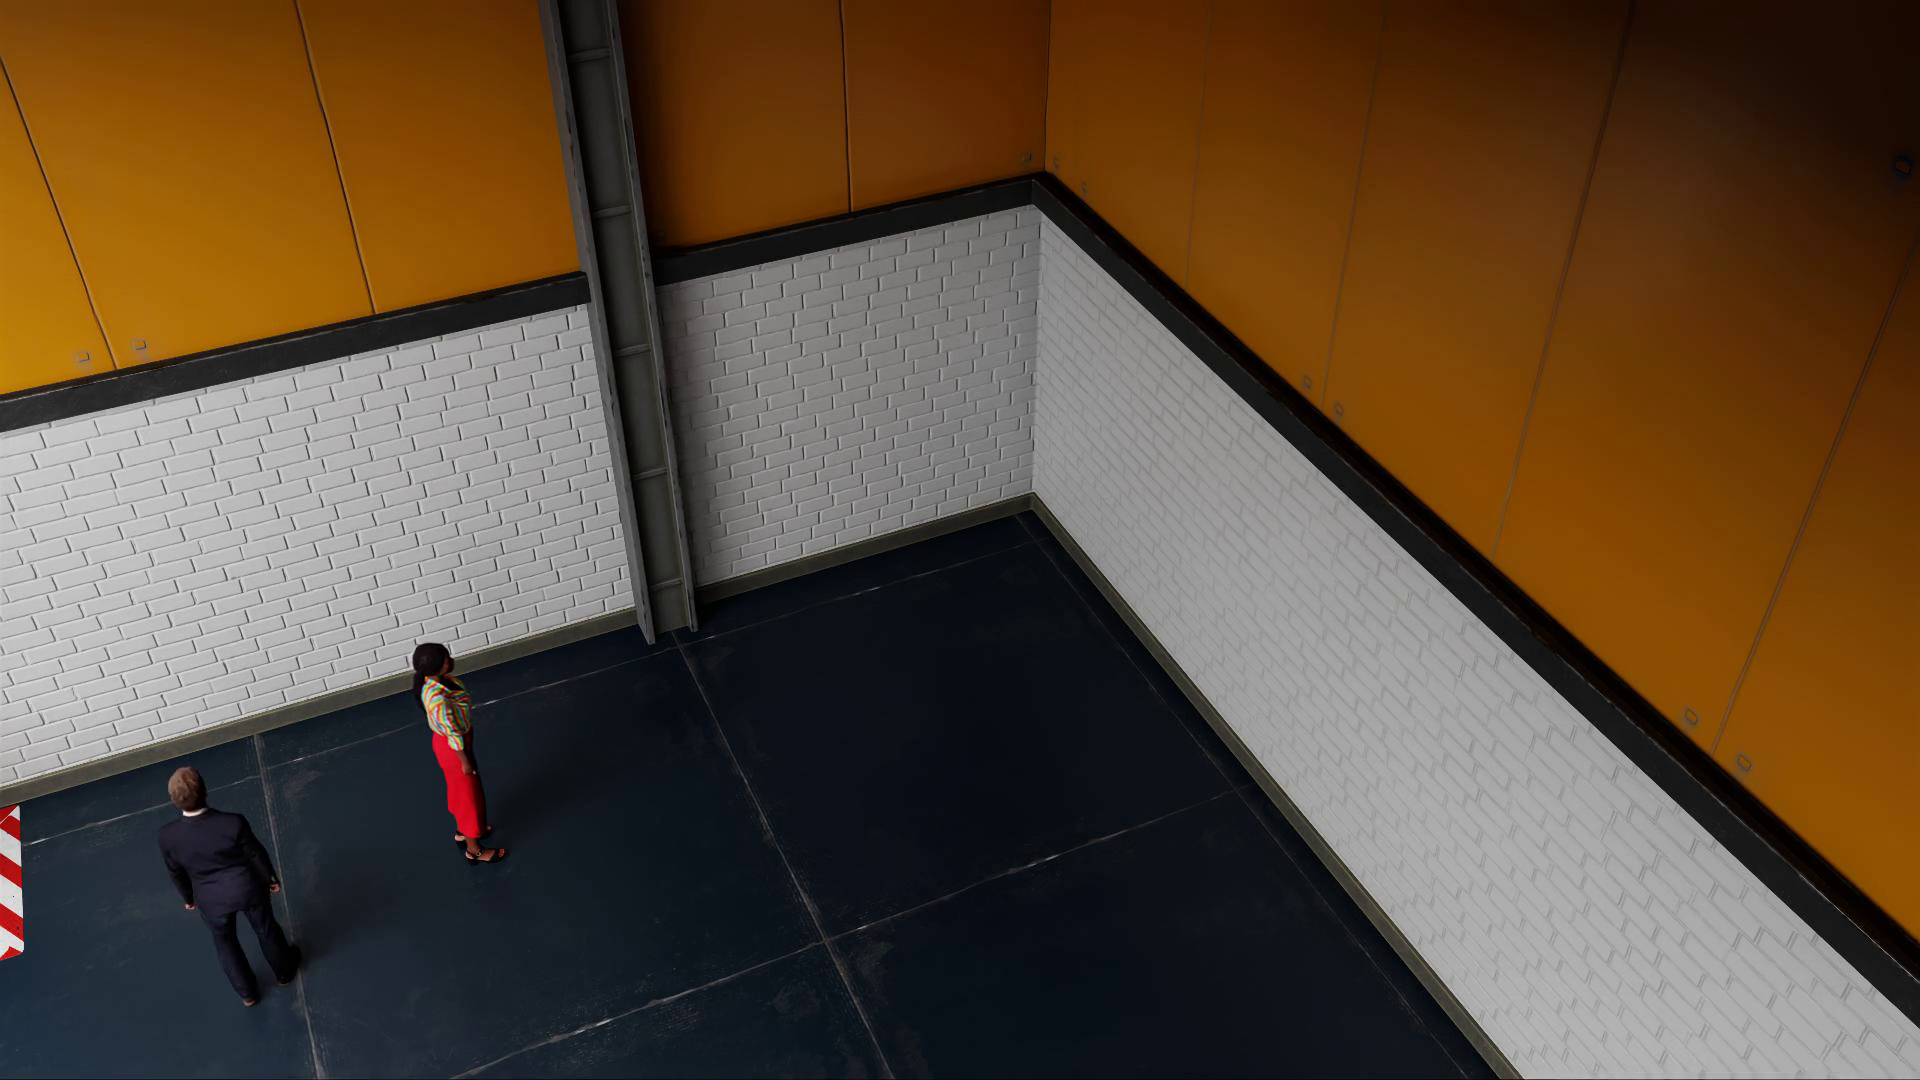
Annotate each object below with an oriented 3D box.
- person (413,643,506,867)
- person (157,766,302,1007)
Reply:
[{"bbox_3d":[-3.149,1.324,10.371,0.554,1.793,0.614,-21,43,-24],"label":"person"},{"bbox_3d":[-4.207,1.977,9.528,0.604,1.824,0.776,-10,40,-13],"label":"person"}]
